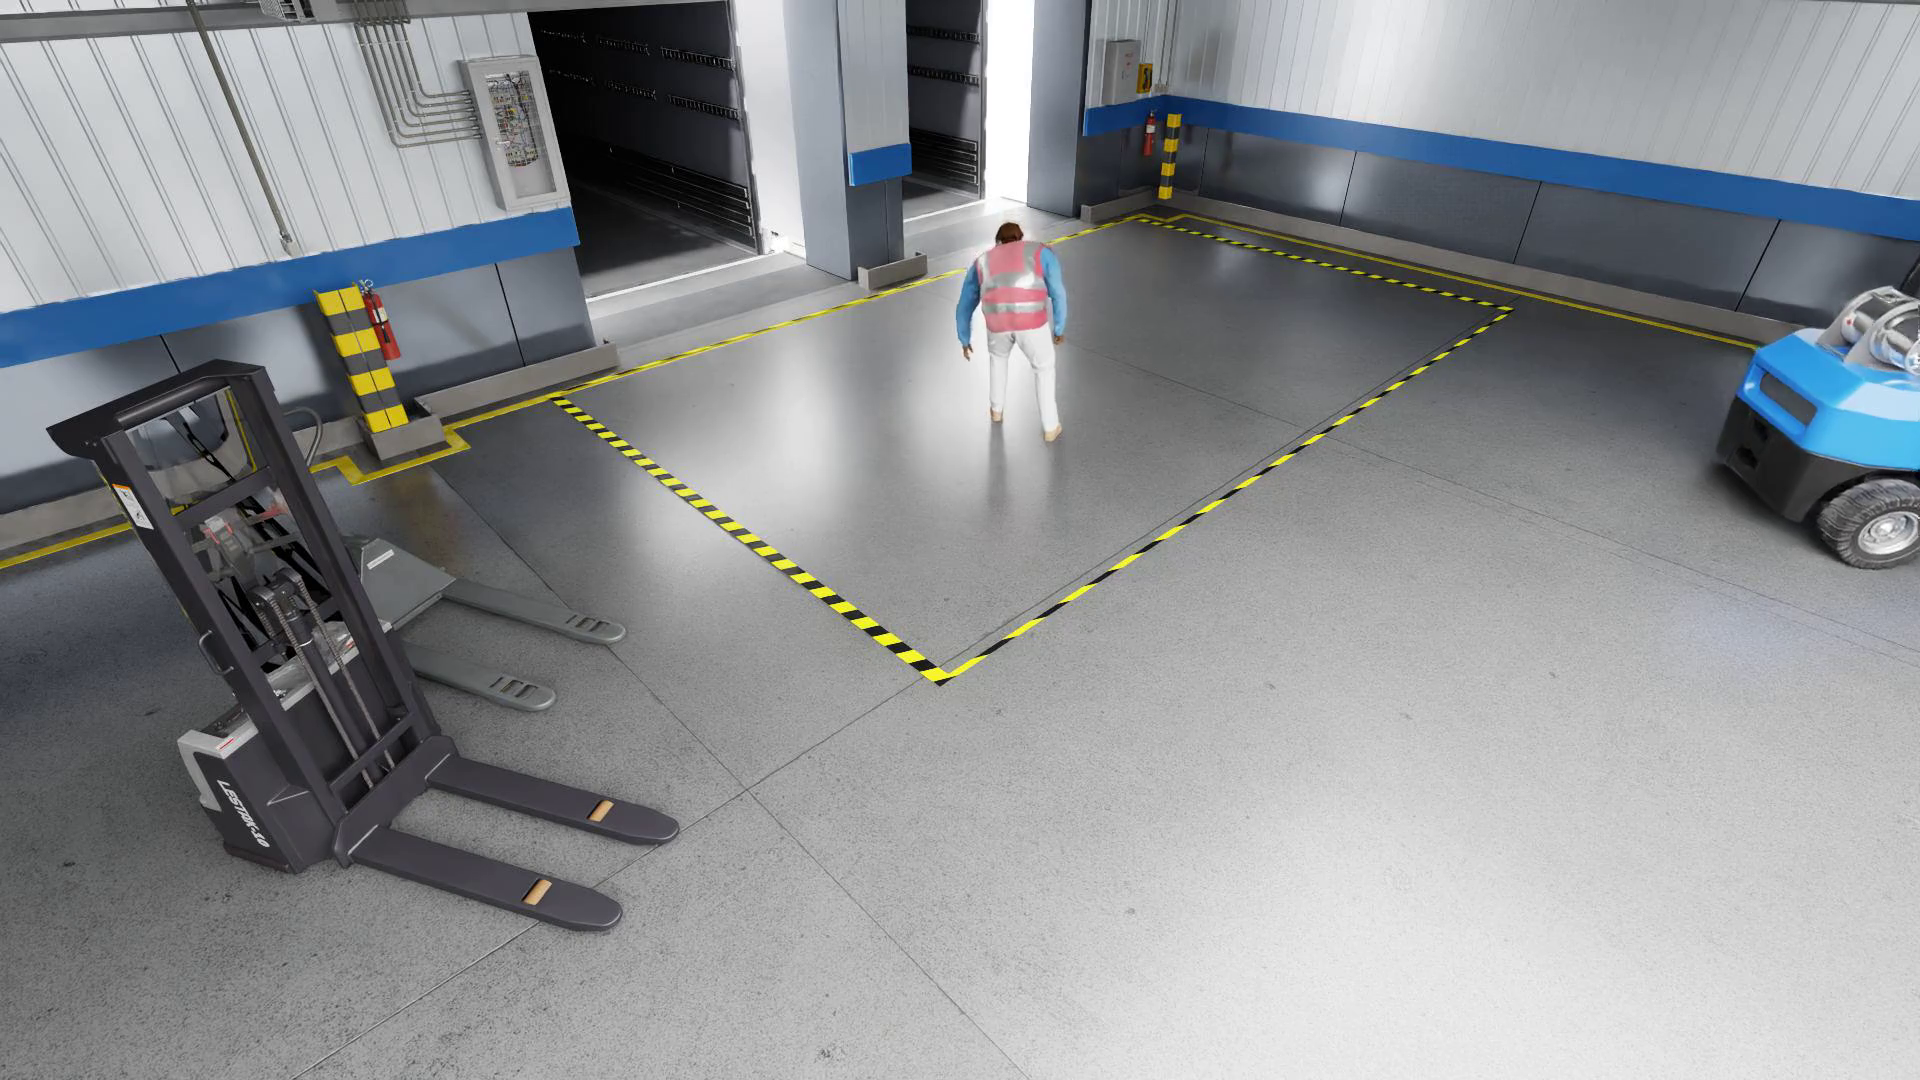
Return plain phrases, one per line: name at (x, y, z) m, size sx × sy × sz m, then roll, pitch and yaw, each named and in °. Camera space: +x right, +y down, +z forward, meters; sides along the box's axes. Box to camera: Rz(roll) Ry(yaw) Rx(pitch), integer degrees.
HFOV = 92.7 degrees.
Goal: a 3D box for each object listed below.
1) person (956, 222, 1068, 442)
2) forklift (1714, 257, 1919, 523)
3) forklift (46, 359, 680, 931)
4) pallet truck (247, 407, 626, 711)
person at (0.418, -1.551, 6.810) m, size 0.892 × 1.402 × 0.837 m, roll 13°, pitch 36°, yaw 18°
forklift at (6.348, -1.071, 5.233) m, size 2.680 × 2.036 × 1.157 m, roll 5°, pitch 35°, yaw 8°
forklift at (-2.135, 0.422, 3.354) m, size 1.885 × 1.965 × 0.823 m, roll 10°, pitch 35°, yaw 14°
pallet truck at (-2.628, 0.038, 4.590) m, size 1.601 × 1.201 × 0.680 m, roll 12°, pitch 36°, yaw 18°
